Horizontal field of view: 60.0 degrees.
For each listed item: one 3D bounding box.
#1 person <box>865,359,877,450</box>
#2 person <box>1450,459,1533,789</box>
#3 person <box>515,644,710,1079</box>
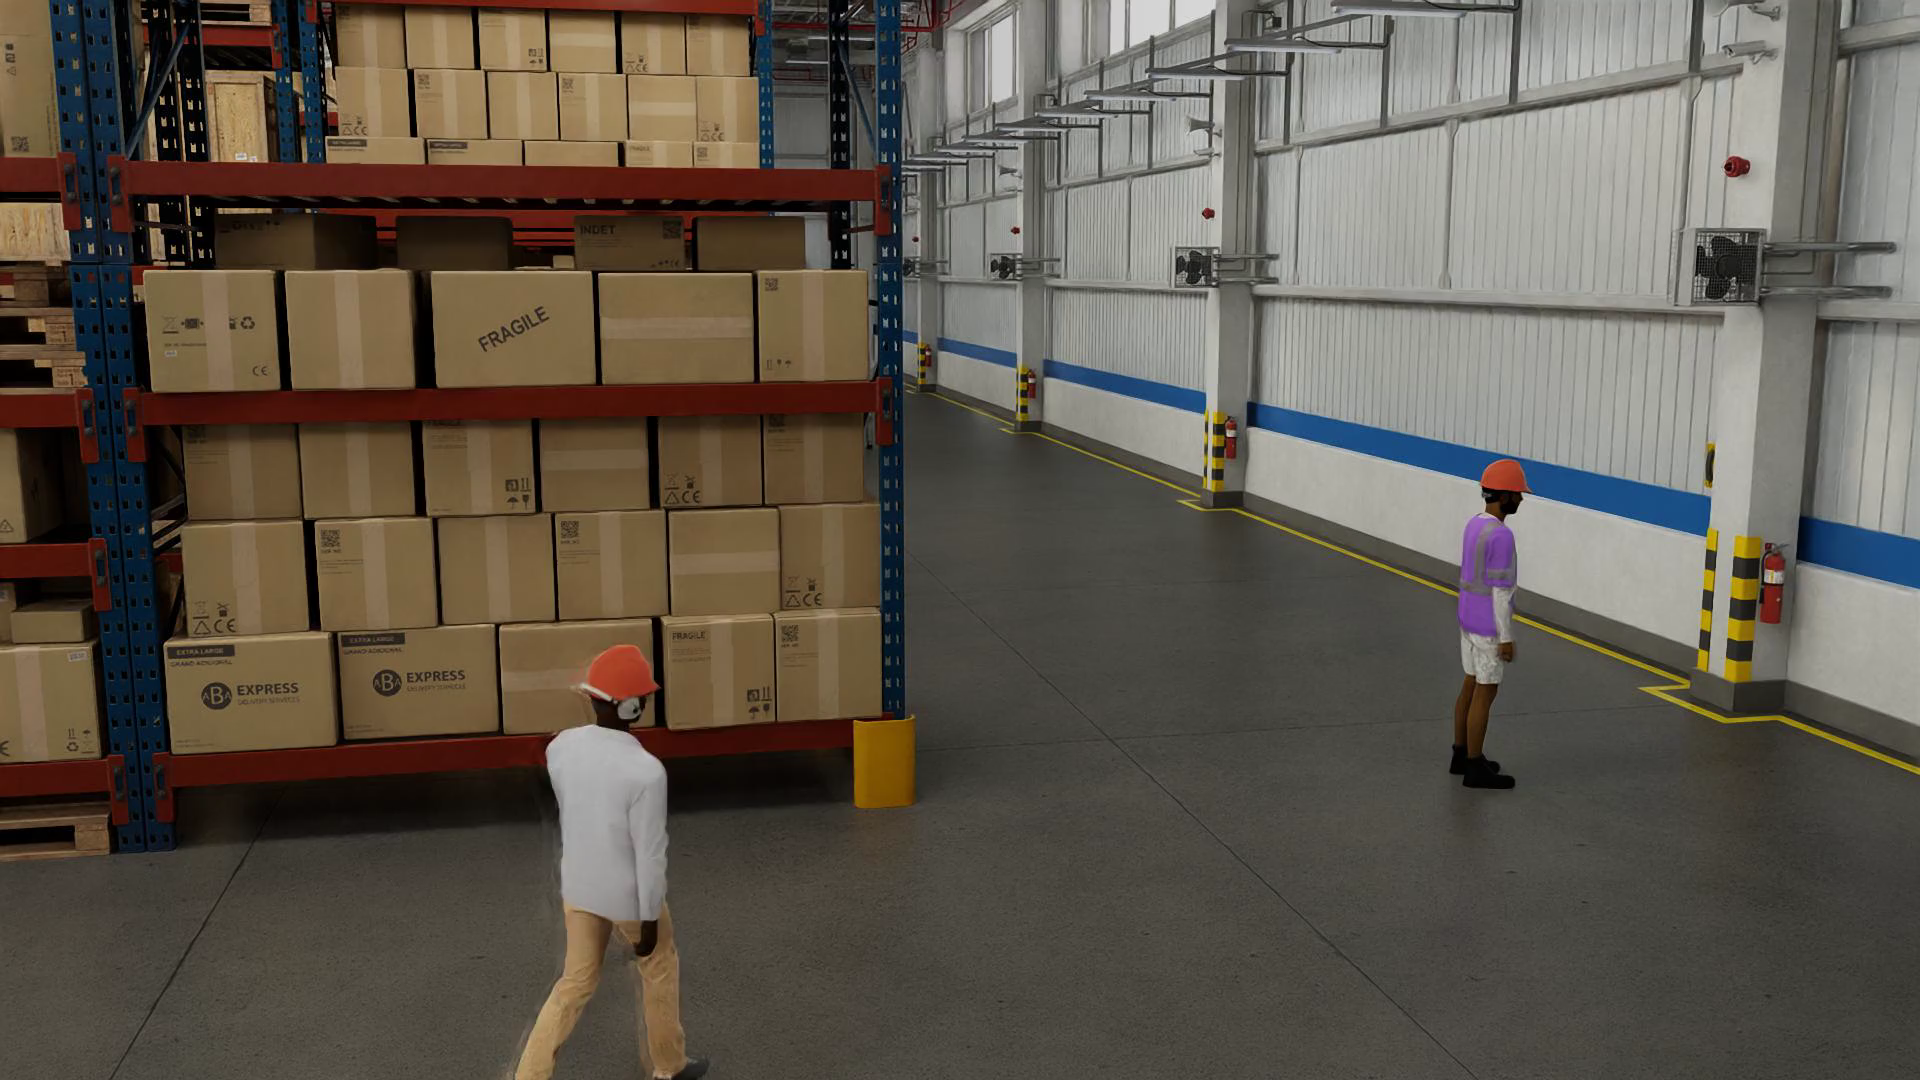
[{"bbox_3d":[-1.653,-2.396,27.591,0.591,1.833,0.403,-3,10,-20],"label":"person"},{"bbox_3d":[3.118,0.487,9.740,0.388,1.930,0.548,0,9,2],"label":"person"},{"bbox_3d":[-1.262,1.222,5.873,0.555,1.725,0.820,5,11,30],"label":"person"}]
